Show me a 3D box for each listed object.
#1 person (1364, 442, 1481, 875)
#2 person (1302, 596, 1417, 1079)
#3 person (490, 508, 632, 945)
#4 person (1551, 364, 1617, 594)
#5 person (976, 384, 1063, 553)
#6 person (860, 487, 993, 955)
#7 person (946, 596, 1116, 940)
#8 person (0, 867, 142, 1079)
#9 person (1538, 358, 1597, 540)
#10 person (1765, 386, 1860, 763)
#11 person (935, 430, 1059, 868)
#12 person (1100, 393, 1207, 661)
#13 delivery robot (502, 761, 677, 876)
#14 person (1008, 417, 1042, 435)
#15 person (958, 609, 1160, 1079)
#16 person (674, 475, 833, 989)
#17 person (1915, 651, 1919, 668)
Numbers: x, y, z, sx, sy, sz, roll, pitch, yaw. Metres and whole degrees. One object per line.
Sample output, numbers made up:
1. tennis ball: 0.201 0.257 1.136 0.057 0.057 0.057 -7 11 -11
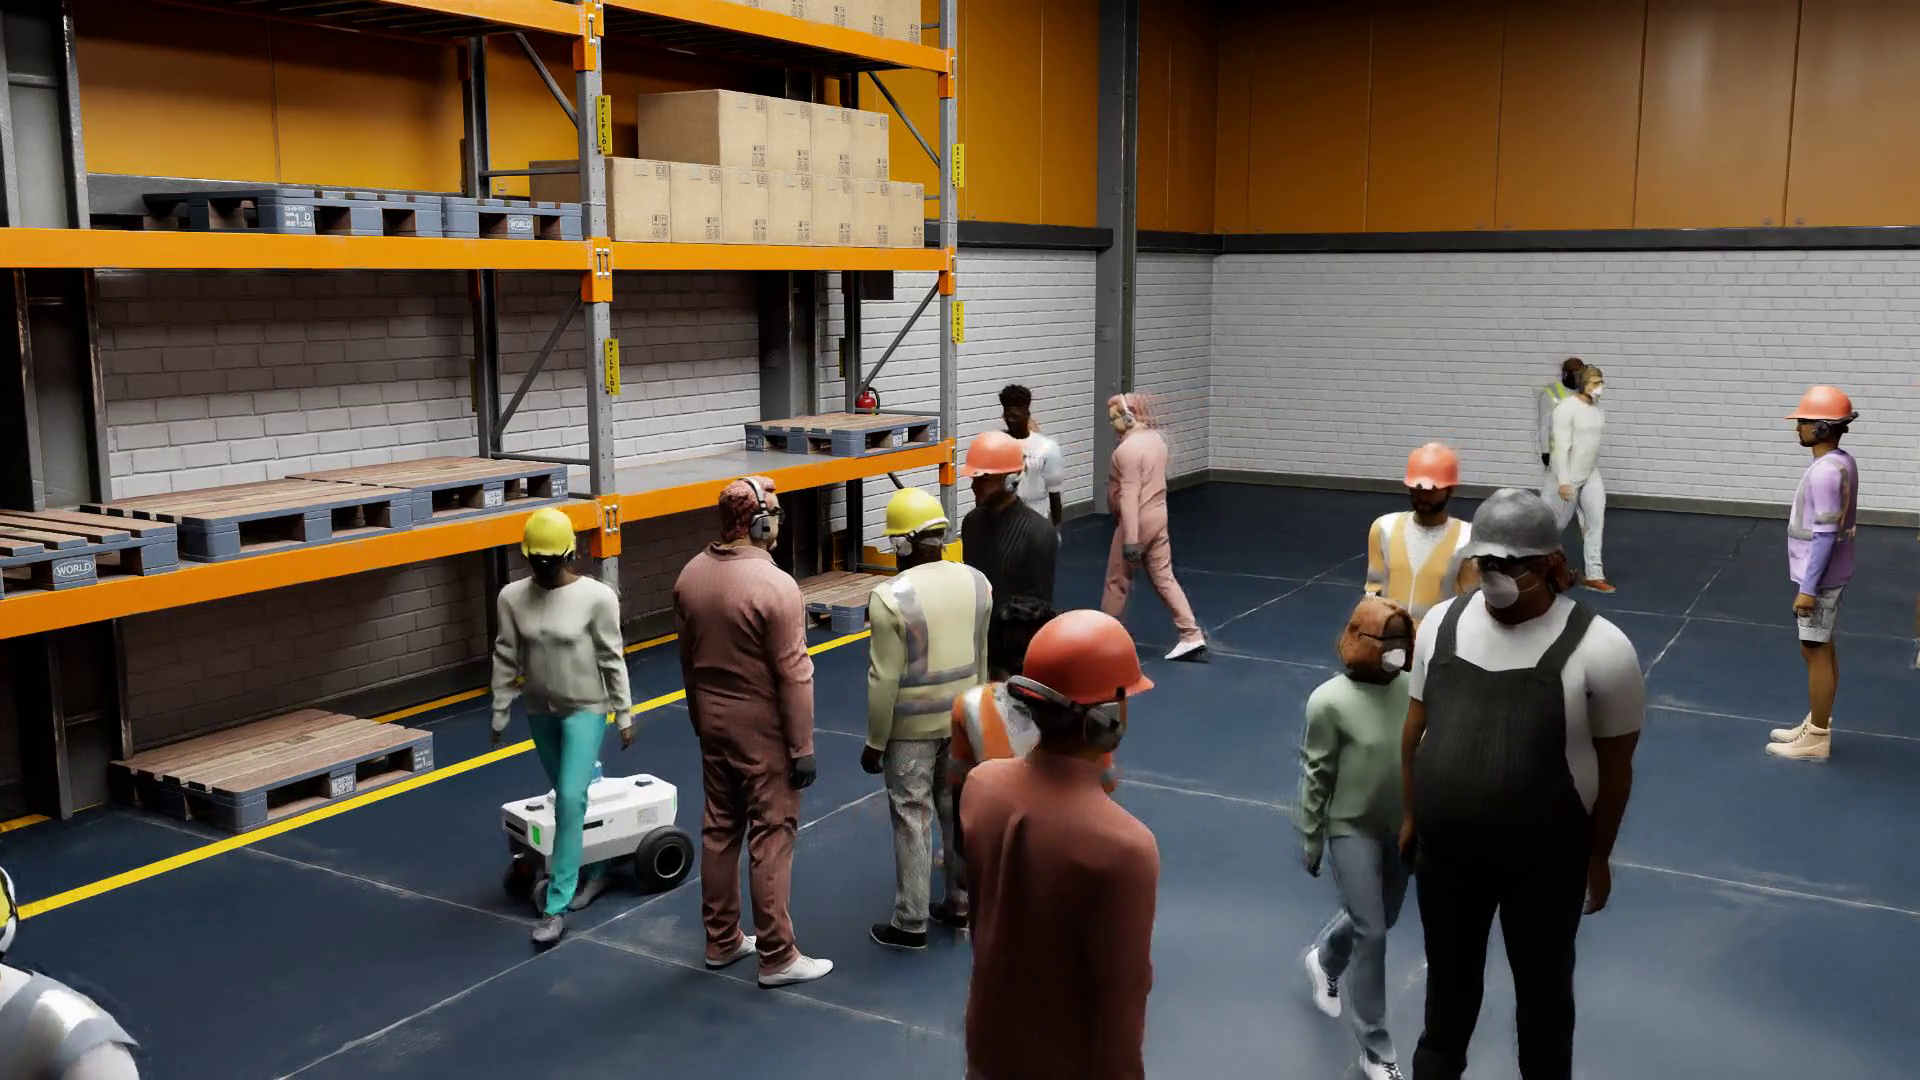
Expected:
1. person: 2.108 0.495 7.511 0.549 1.915 0.737 7 11 35
2. person: 1.362 0.960 5.593 0.506 1.610 0.768 -3 10 -21
3. person: -1.631 0.722 6.670 0.564 1.714 0.788 3 9 15
4. person: 5.128 -0.533 13.996 0.632 1.909 0.908 -5 11 -31
5. person: 0.417 -0.131 11.458 0.582 1.916 1.010 4 10 21
6. person: -0.148 0.702 6.507 0.588 1.827 0.403 -8 12 -42
7. person: 0.233 0.977 5.256 0.536 1.680 0.555 2 9 14
8. person: -1.614 1.312 2.727 0.599 1.811 0.426 1 9 7
9. person: 6.084 -0.898 16.567 0.651 1.799 0.900 -1 9 -7
10. person: 4.642 0.187 9.044 0.385 2.045 0.605 6 11 34
11. person: 0.131 0.511 7.233 0.576 1.969 0.636 -8 12 -42
12. person: 1.247 -0.084 11.371 0.974 1.851 0.665 5 10 30
13. delivery robot: -1.580 1.191 7.120 0.707 0.478 0.477 -8 12 -40
14. person: 0.481 -0.109 12.194 0.270 1.627 0.503 -4 10 -26
15. person: 0.185 1.111 3.614 1.050 1.949 0.616 -8 12 -41
16. person: -0.762 0.710 6.210 0.642 1.909 0.408 8 12 40
17. person: 6.889 -0.126 11.143 1.018 1.989 0.627 -3 10 -19
